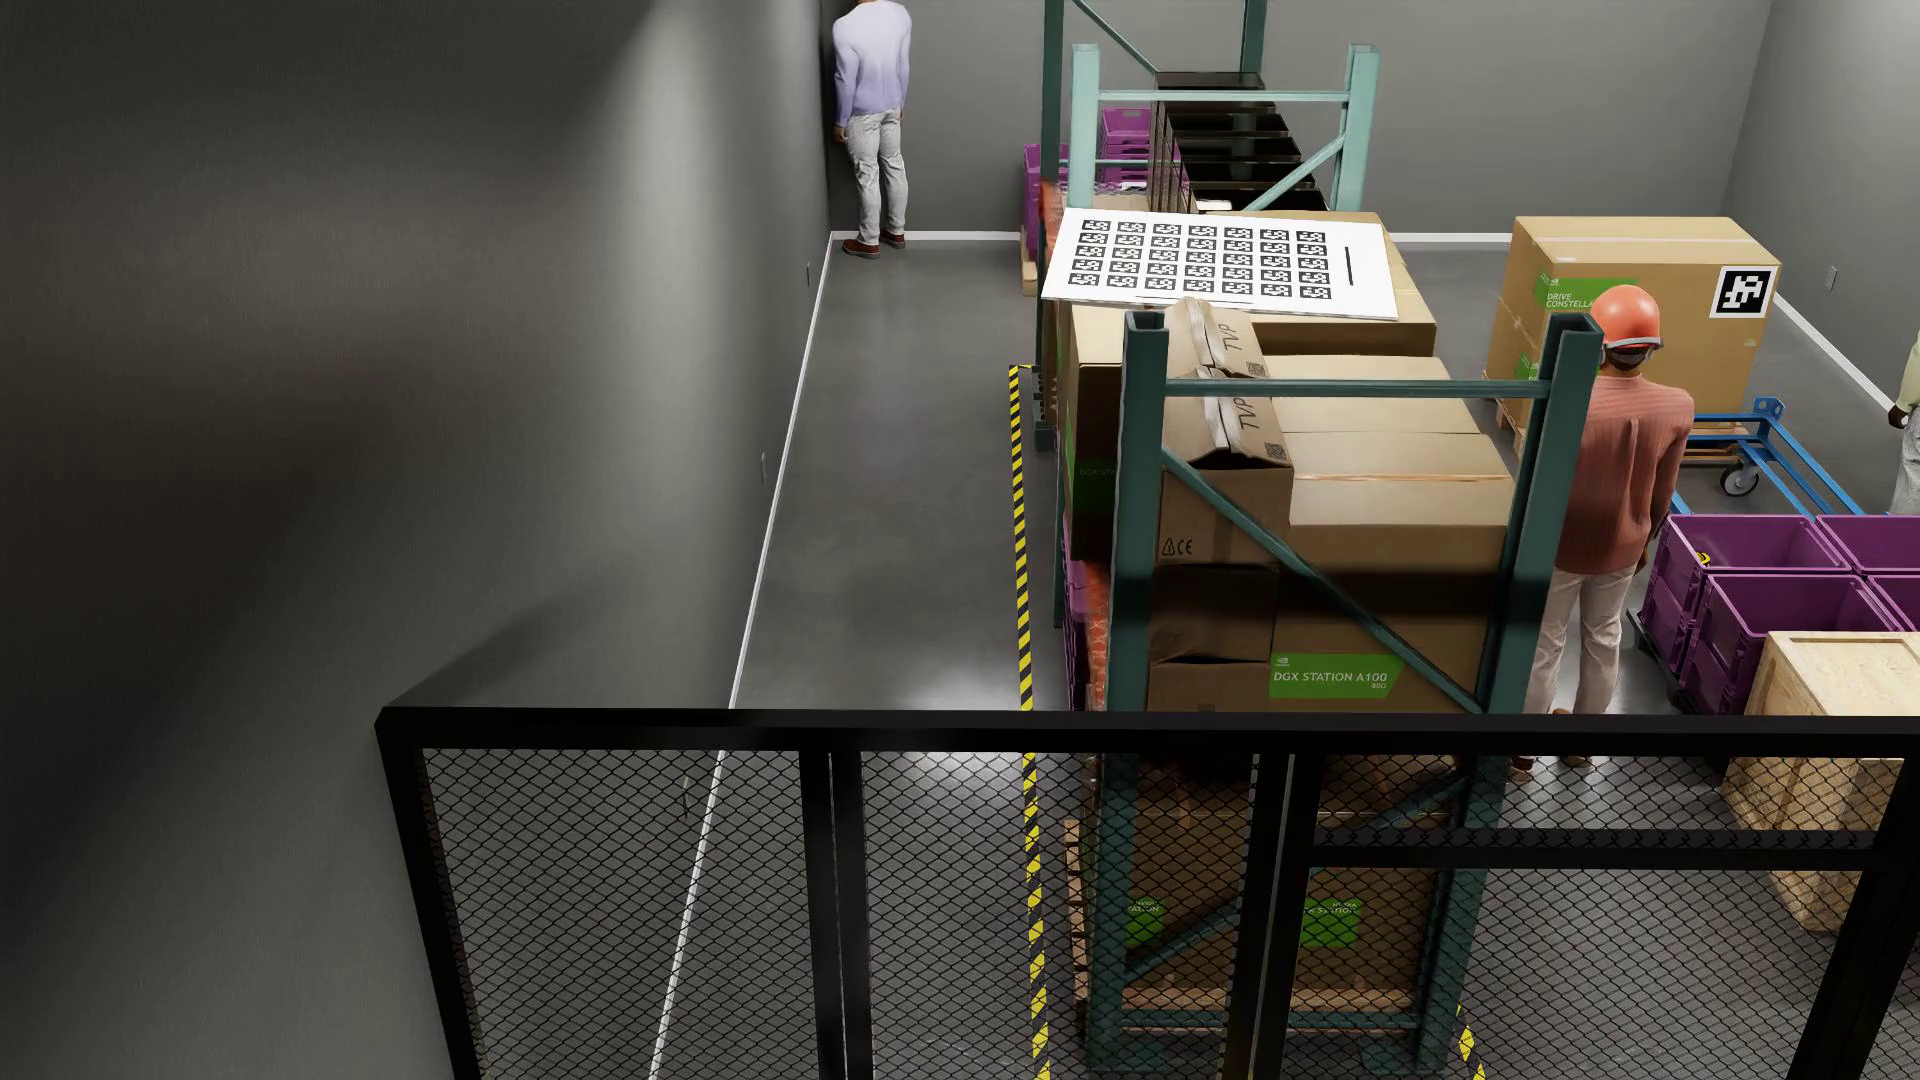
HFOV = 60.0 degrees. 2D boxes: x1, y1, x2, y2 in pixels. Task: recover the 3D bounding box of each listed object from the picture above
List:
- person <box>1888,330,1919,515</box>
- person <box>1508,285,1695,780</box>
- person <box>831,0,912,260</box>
[{"bbox_3d":[4.452,-0.643,7.384,0.590,1.833,0.404,2,31,3],"label":"person"},{"bbox_3d":[2.298,0.007,6.151,0.611,1.993,0.384,-7,32,-11],"label":"person"},{"bbox_3d":[-0.582,-2.810,10.883,0.627,1.940,0.371,-27,40,-37],"label":"person"}]
